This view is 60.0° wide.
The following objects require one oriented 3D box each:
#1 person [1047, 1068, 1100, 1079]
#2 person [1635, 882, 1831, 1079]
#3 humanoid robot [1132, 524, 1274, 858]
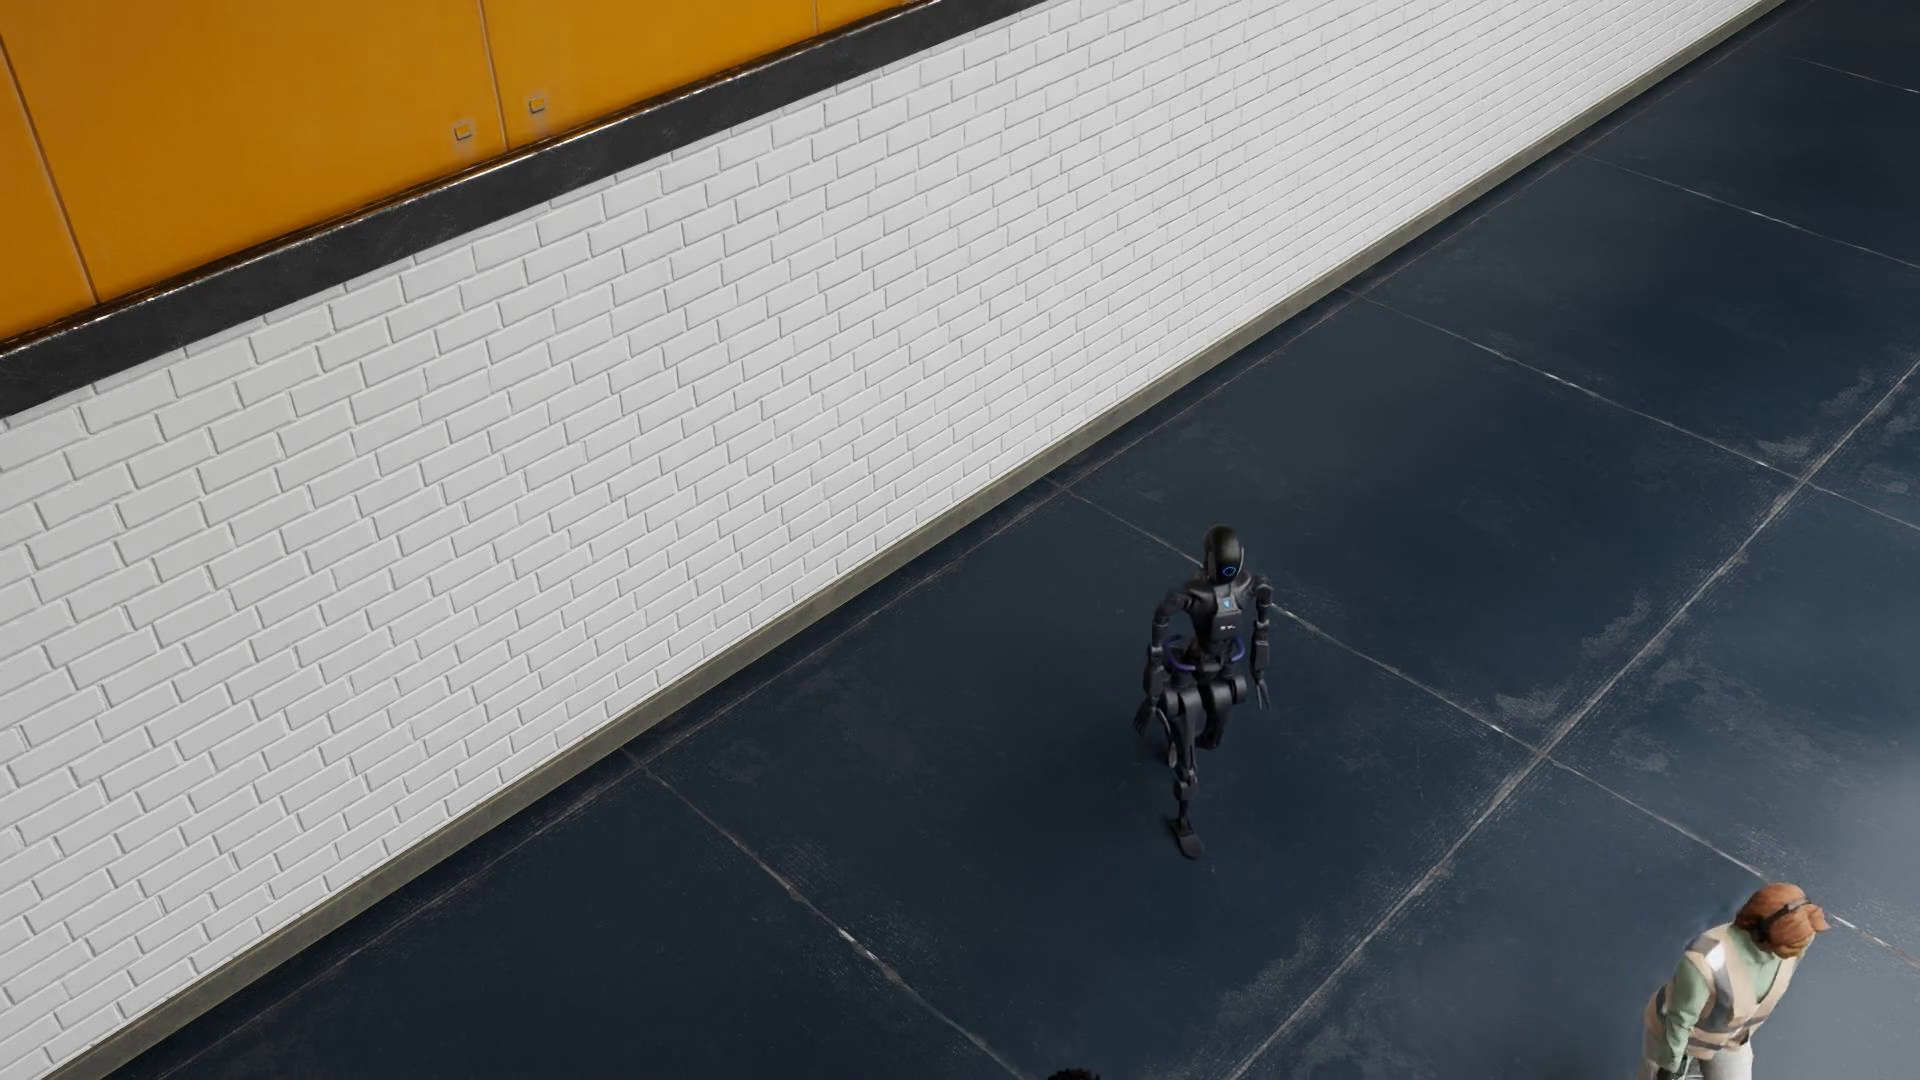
[{"bbox_3d":[0.334,2.120,5.153,0.531,1.665,0.814,-4,39,-6],"label":"person"},{"bbox_3d":[2.564,1.698,5.715,0.518,1.622,0.366,-11,40,-14],"label":"person"},{"bbox_3d":[1.015,0.566,7.123,0.615,1.654,0.691,-11,40,-14],"label":"humanoid robot"}]
